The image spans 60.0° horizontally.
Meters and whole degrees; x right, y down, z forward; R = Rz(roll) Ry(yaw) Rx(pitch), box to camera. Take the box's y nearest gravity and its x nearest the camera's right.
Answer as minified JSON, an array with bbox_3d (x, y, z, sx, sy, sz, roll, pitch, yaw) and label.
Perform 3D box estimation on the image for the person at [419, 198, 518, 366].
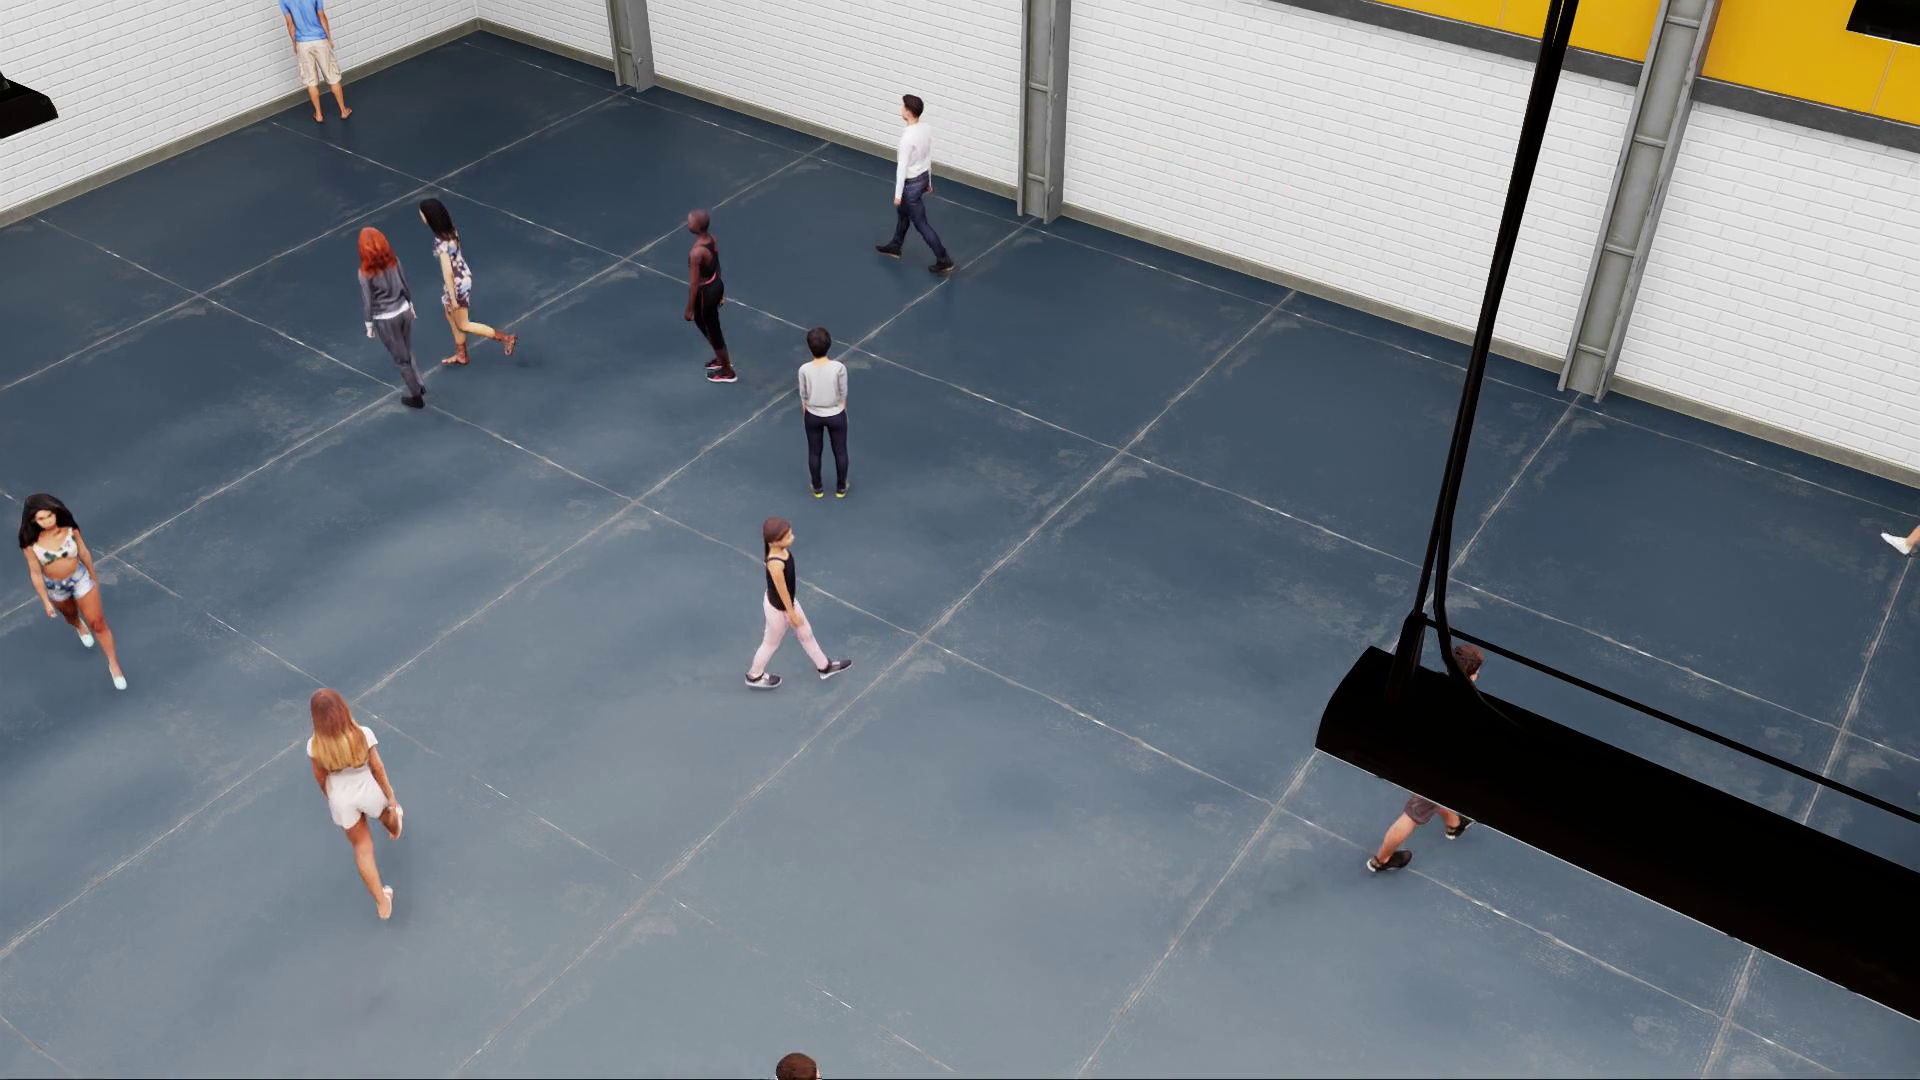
[{"bbox_3d":[-4.515,-2.316,15.188,1.098,1.714,1.020,-4,39,-5],"label":"person"}]

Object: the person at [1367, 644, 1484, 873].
[{"bbox_3d":[2.923,1.422,10.428,1.159,1.812,1.219,-14,41,-17],"label":"person"}]

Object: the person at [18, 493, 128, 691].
[{"bbox_3d":[-6.445,0.313,11.998,0.827,1.586,1.108,-22,43,-25],"label":"person"}]

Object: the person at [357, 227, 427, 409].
[{"bbox_3d":[-4.938,-1.912,14.641,0.535,1.765,0.613,22,44,25],"label":"person"}]

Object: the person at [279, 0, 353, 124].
[{"bbox_3d":[-7.576,-5.822,19.458,0.743,1.863,0.771,-12,40,-14],"label":"person"}]

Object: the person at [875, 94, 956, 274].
[{"bbox_3d":[-0.382,-3.503,16.575,1.227,1.837,0.720,19,42,22],"label":"person"}]

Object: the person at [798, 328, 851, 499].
[{"bbox_3d":[-1.114,-1.032,13.716,0.612,1.544,0.694,-1,39,-1],"label":"person"}]

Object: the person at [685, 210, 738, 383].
[{"bbox_3d":[-2.167,-2.158,14.964,0.725,1.747,0.684,7,39,9],"label":"person"}]

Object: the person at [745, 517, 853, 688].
[{"bbox_3d":[-1.338,0.483,11.836,1.068,1.523,0.922,-1,39,-1],"label":"person"}]

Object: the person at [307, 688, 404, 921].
[{"bbox_3d":[-3.718,1.658,10.264,1.033,1.648,1.156,-9,40,-12],"label":"person"}]
